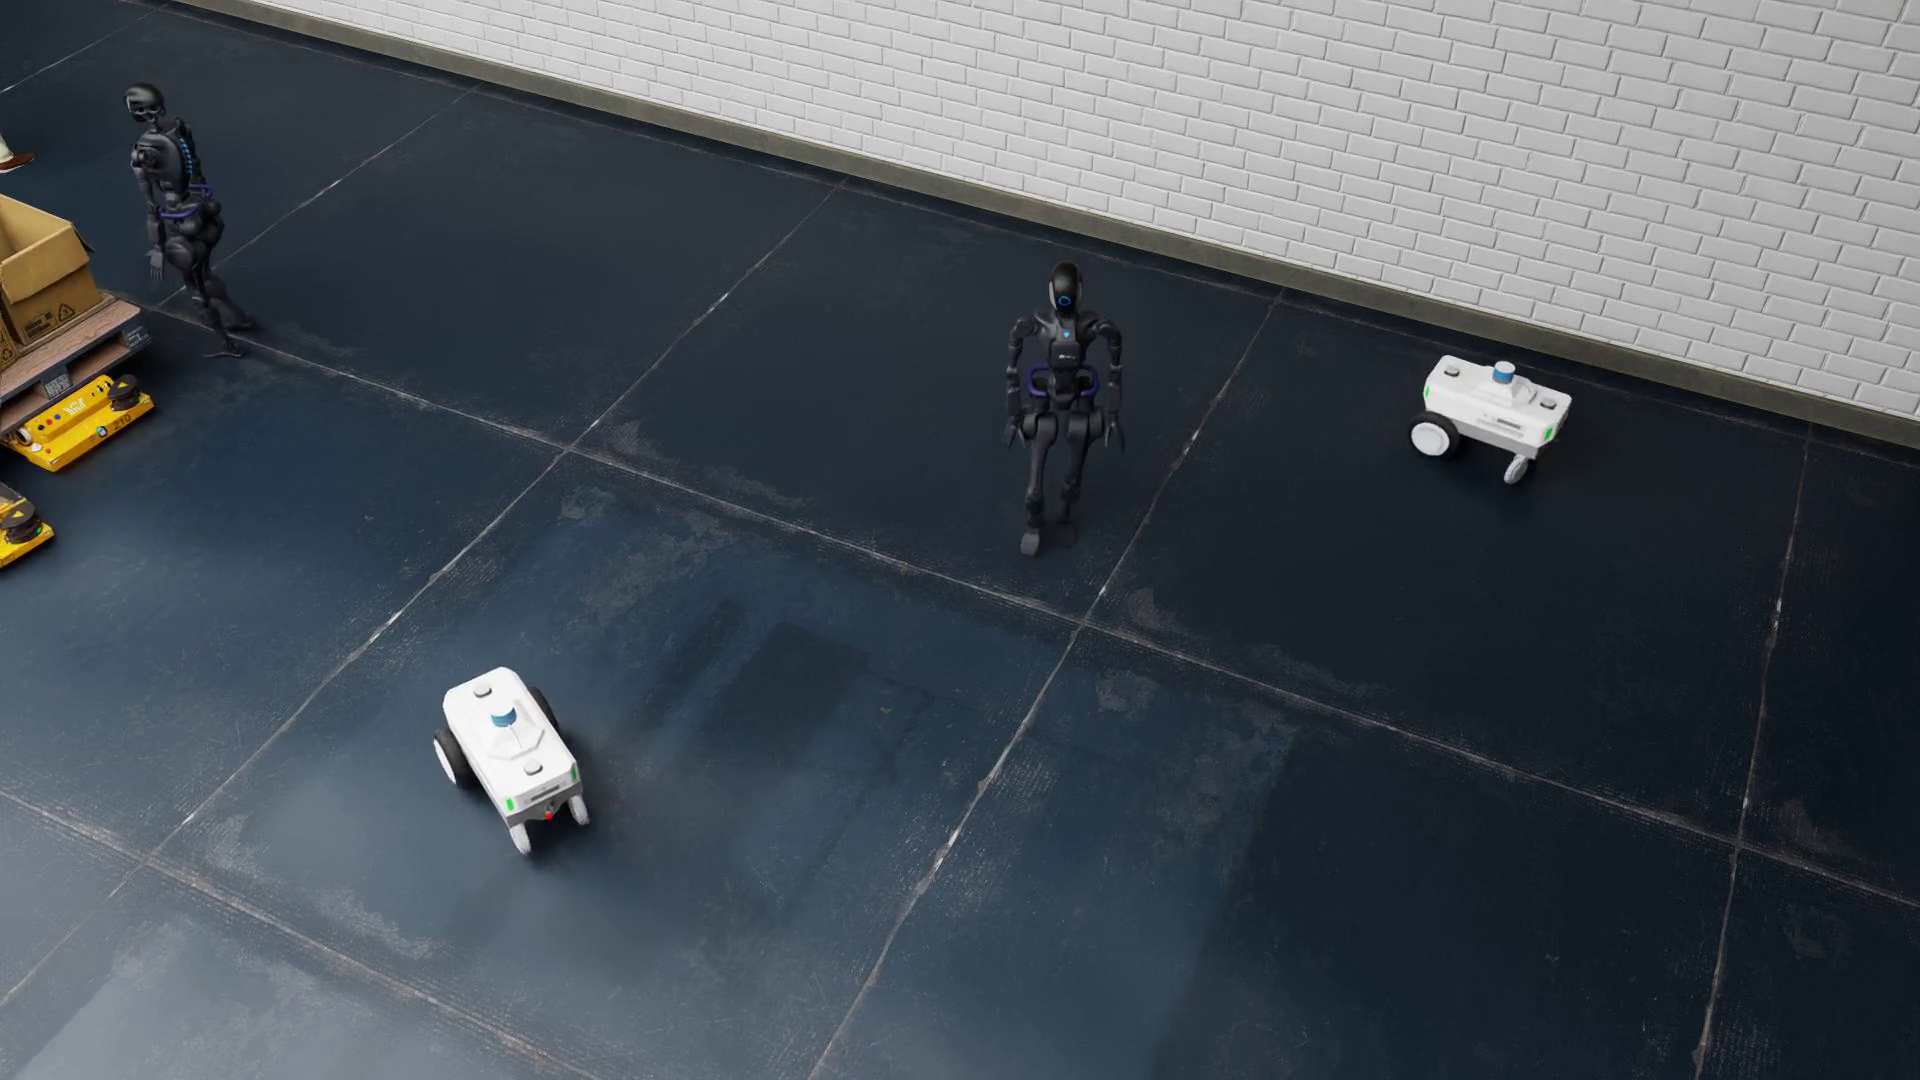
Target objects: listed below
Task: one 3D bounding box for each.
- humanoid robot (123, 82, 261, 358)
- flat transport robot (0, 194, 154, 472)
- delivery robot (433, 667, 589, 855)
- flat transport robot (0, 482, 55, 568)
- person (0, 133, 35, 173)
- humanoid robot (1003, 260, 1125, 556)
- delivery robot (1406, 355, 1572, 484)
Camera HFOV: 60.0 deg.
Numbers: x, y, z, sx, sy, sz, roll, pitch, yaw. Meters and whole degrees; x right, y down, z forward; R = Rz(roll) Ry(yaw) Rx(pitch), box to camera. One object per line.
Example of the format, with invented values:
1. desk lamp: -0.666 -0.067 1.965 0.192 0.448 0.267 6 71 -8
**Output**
1. humanoid robot: -4.217 -1.702 9.054 0.325 1.653 0.601 5 43 6
2. flat transport robot: -5.210 -0.848 9.170 1.431 0.231 0.659 22 47 22
3. delivery robot: -1.907 0.893 7.080 0.499 0.592 0.774 -25 49 -25
4. flat transport robot: -5.329 -0.176 8.445 1.431 0.231 0.659 26 49 25
5. person: -6.455 -3.127 10.624 0.506 1.630 0.267 12 44 12
6. humanoid robot: 0.497 -0.608 7.879 0.586 1.648 0.363 0 43 -1
7. delivery robot: 2.790 -0.686 8.782 0.761 0.590 0.499 23 48 23
